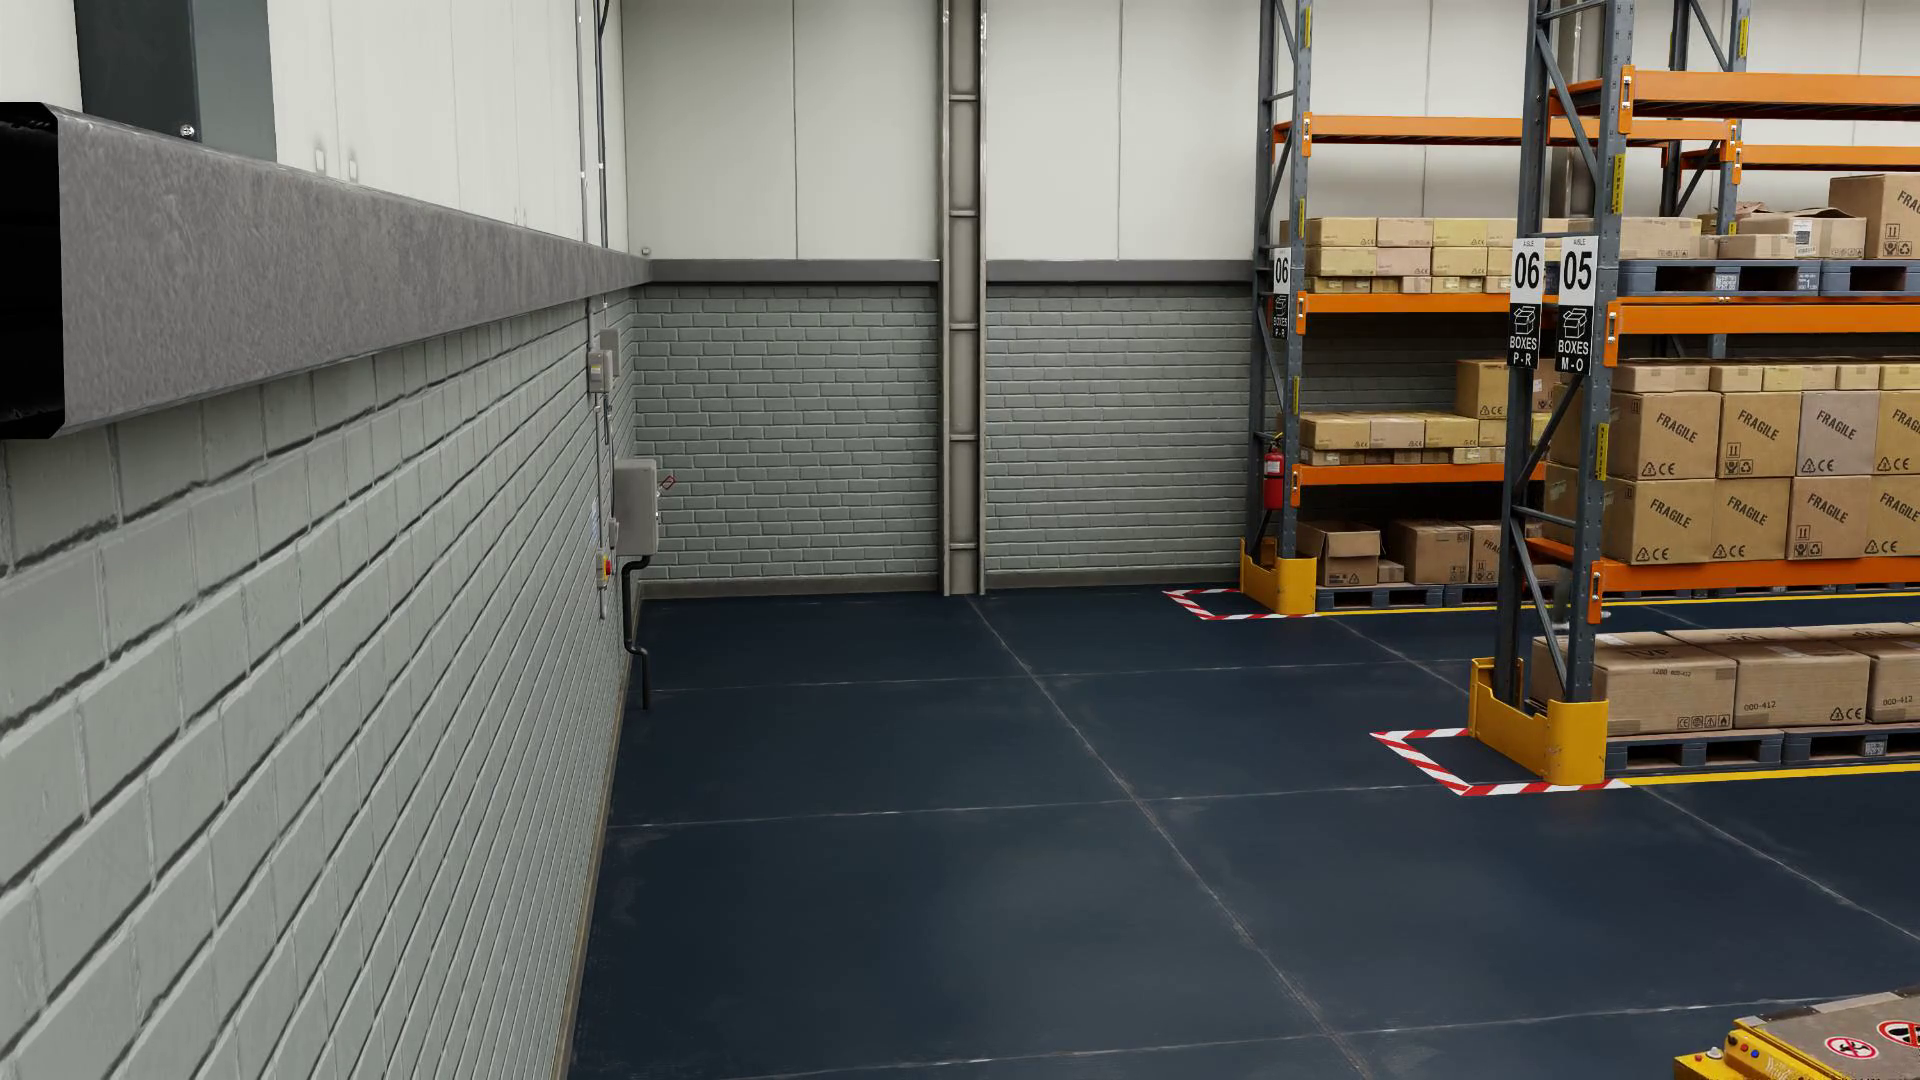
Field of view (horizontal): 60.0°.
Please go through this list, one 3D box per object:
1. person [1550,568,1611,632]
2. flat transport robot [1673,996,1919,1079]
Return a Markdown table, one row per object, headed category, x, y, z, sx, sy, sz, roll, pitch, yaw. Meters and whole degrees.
| category | x | y | z | sx | sy | sz | roll | pitch | yaw |
| --- | --- | --- | --- | --- | --- | --- | --- | --- | --- |
| person | 5.321 | -0.170 | 14.008 | 0.876 | 1.893 | 0.601 | -3 | 10 | -16 |
| flat transport robot | 3.433 | 1.919 | 6.102 | 1.431 | 0.197 | 0.652 | -3 | 10 | -19 |
